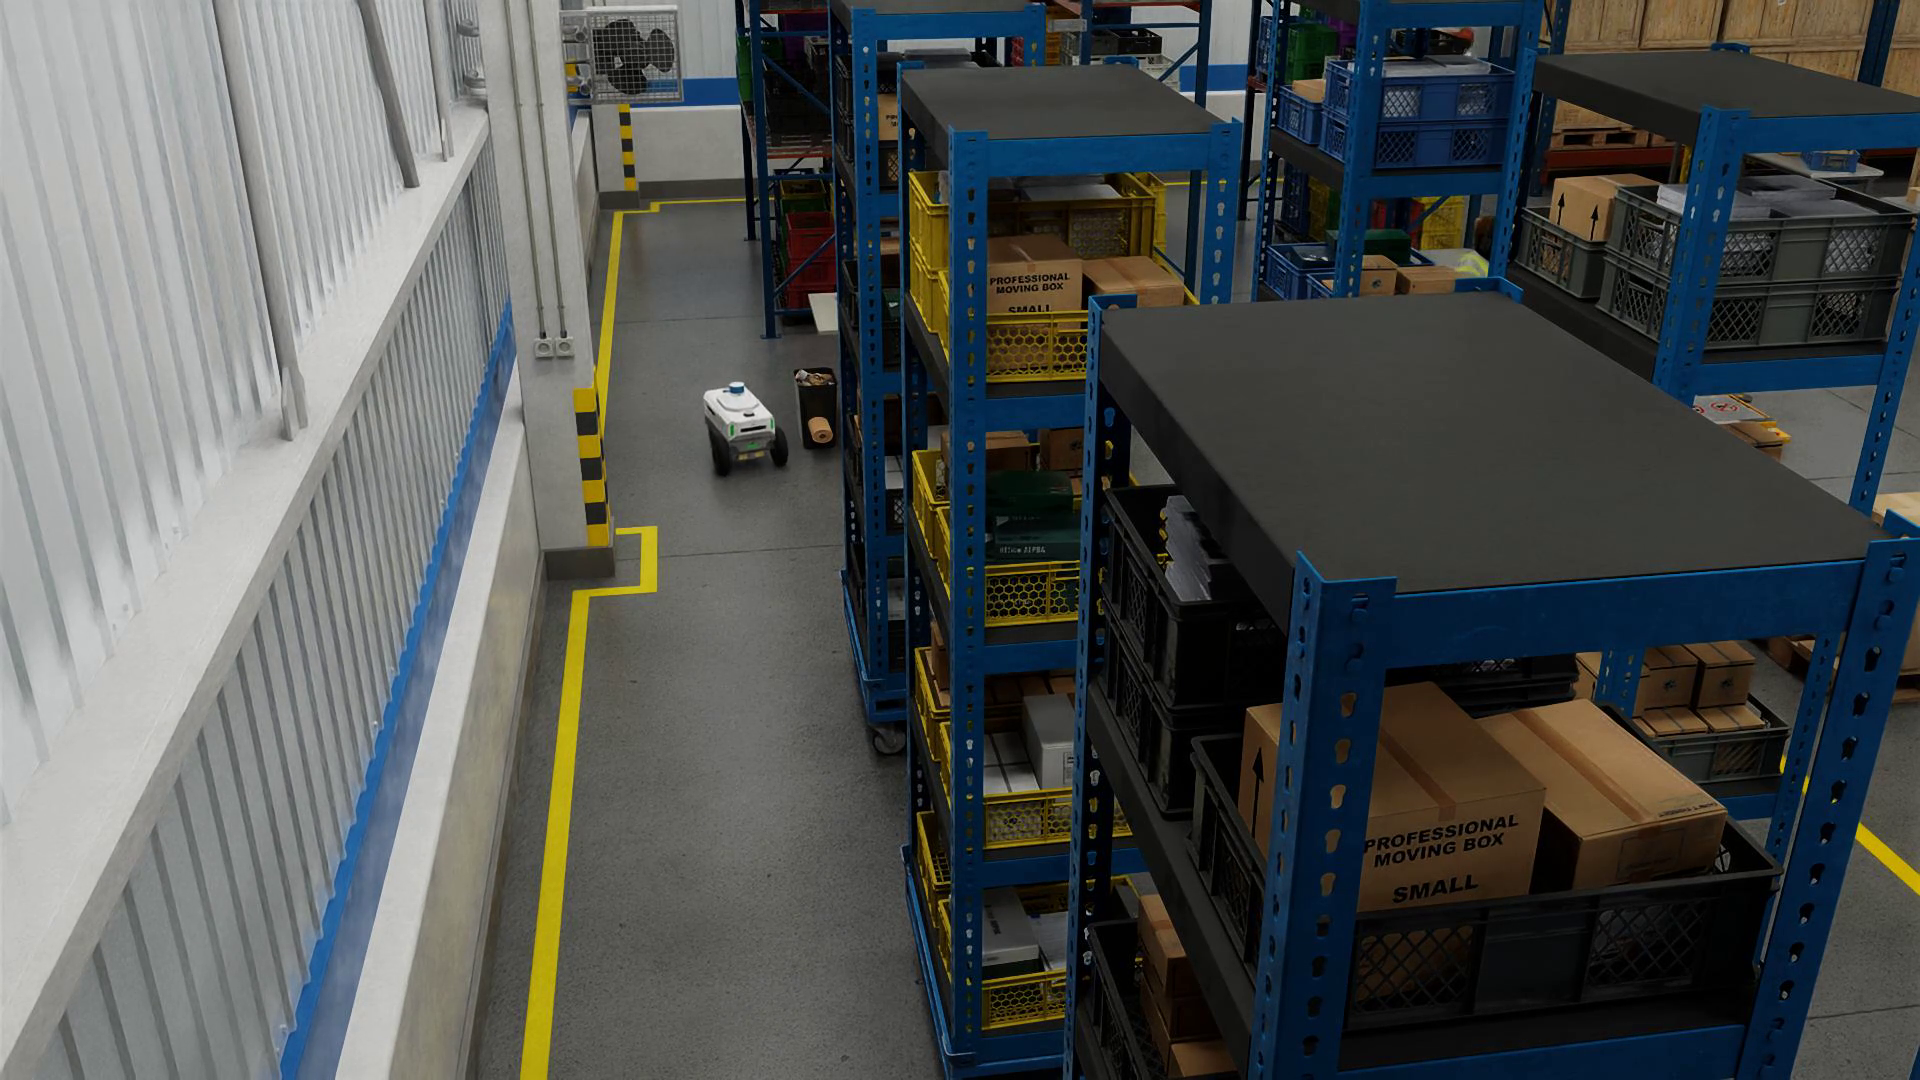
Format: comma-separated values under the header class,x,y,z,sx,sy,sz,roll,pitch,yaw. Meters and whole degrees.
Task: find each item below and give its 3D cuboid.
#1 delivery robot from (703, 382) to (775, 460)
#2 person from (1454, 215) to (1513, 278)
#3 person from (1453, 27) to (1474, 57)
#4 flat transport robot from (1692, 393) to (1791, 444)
class,x,y,z,sx,sy,sz,roll,pitch,yaw
delivery robot,-1.560,-0.870,11.712,0.477,0.478,0.707,-10,27,-22
person,3.474,-1.275,11.176,0.429,1.844,0.629,16,29,31
person,5.731,-5.003,19.280,0.346,1.848,0.683,-2,25,-5
flat transport robot,5.224,-0.859,12.132,1.431,0.197,0.652,-4,25,-8
